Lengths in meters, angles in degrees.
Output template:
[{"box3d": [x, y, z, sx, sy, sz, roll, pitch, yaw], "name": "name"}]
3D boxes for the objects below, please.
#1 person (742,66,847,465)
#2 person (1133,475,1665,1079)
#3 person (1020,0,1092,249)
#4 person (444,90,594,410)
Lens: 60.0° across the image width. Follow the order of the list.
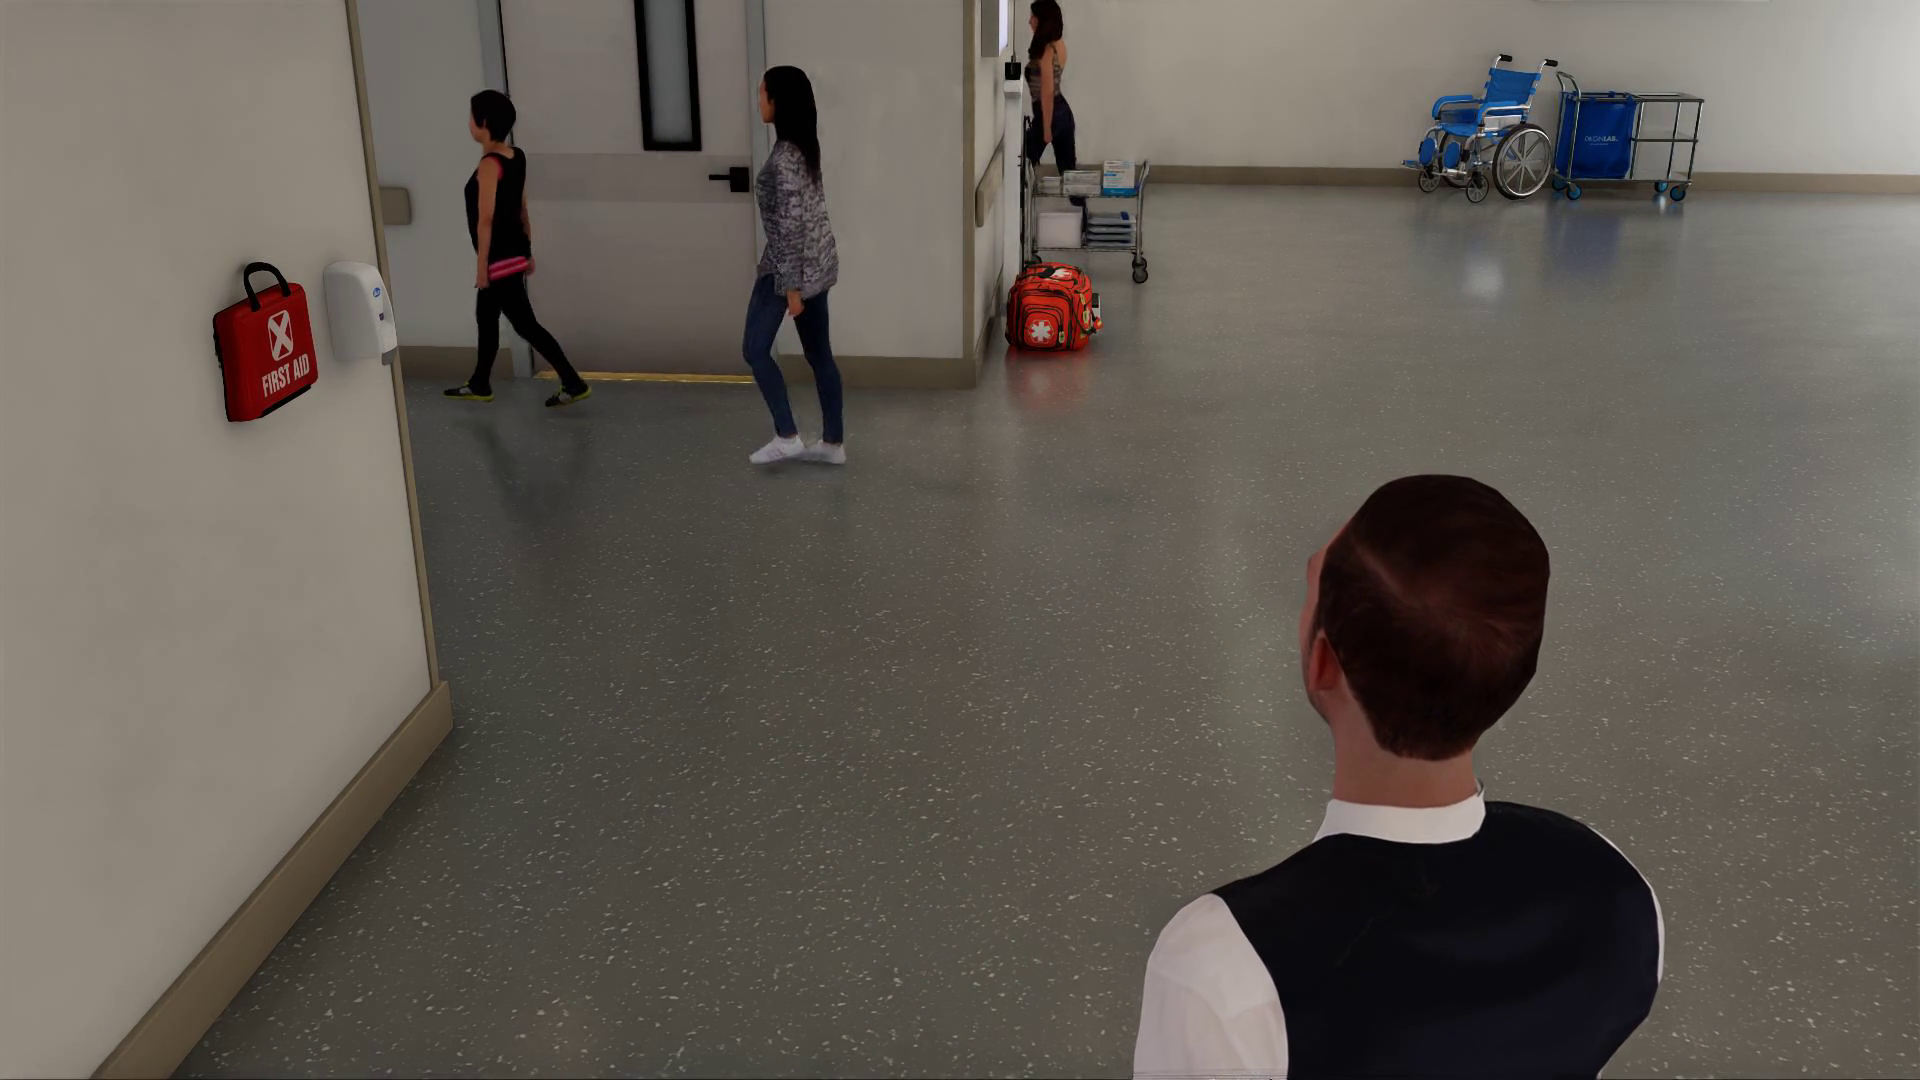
[{"box3d": [-0.617, -1.138, 7.152, 0.746, 1.717, 0.650, 7, 22, 19], "name": "person"}, {"box3d": [0.365, 0.849, 1.590, 0.743, 1.938, 0.741, -9, 23, -23], "name": "person"}, {"box3d": [0.744, -2.915, 11.832, 0.940, 1.724, 1.116, 10, 23, 24], "name": "person"}, {"box3d": [-2.119, -1.344, 7.979, 0.606, 1.516, 0.935, 2, 21, 6], "name": "person"}]
